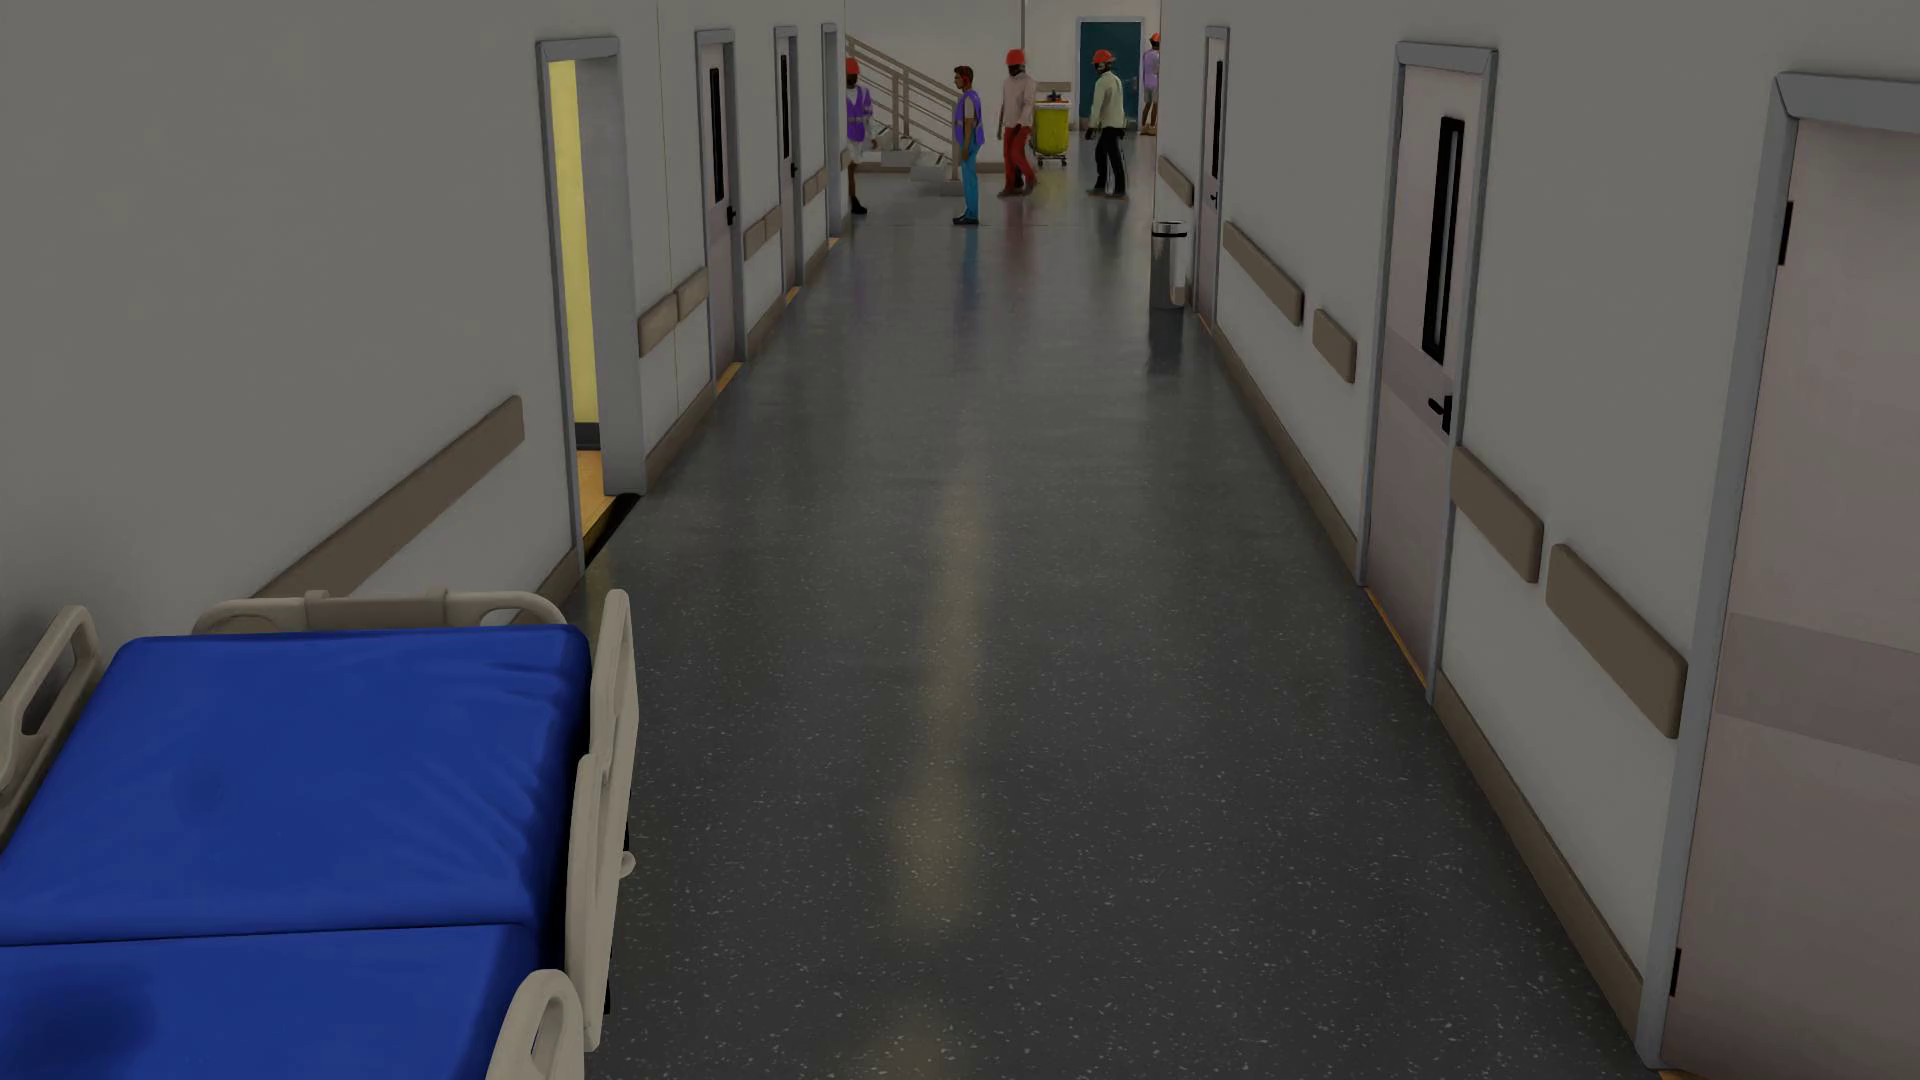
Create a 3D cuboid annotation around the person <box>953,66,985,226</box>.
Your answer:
[{"bbox_3d":[0.109,-4.670,19.711,0.385,1.836,0.559,0,18,0],"label":"person"}]

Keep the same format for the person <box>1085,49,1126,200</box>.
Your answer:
[{"bbox_3d":[1.926,-5.558,22.301,0.815,1.952,0.624,8,19,23],"label":"person"}]

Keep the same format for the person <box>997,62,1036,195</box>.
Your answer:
[{"bbox_3d":[0.778,-5.656,22.808,0.541,1.835,0.507,-9,20,-26],"label":"person"}]

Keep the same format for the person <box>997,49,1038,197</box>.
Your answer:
[{"bbox_3d":[0.772,-5.593,22.382,0.501,1.967,0.639,-14,22,-37],"label":"person"}]

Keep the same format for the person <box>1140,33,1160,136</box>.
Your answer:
[{"bbox_3d":[3.938,-9.222,33.700,0.408,2.029,0.613,-10,20,-29],"label":"person"}]

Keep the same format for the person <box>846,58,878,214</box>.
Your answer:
[{"bbox_3d":[-1.395,-5.089,20.940,0.550,1.900,0.971,-10,20,-29],"label":"person"}]
